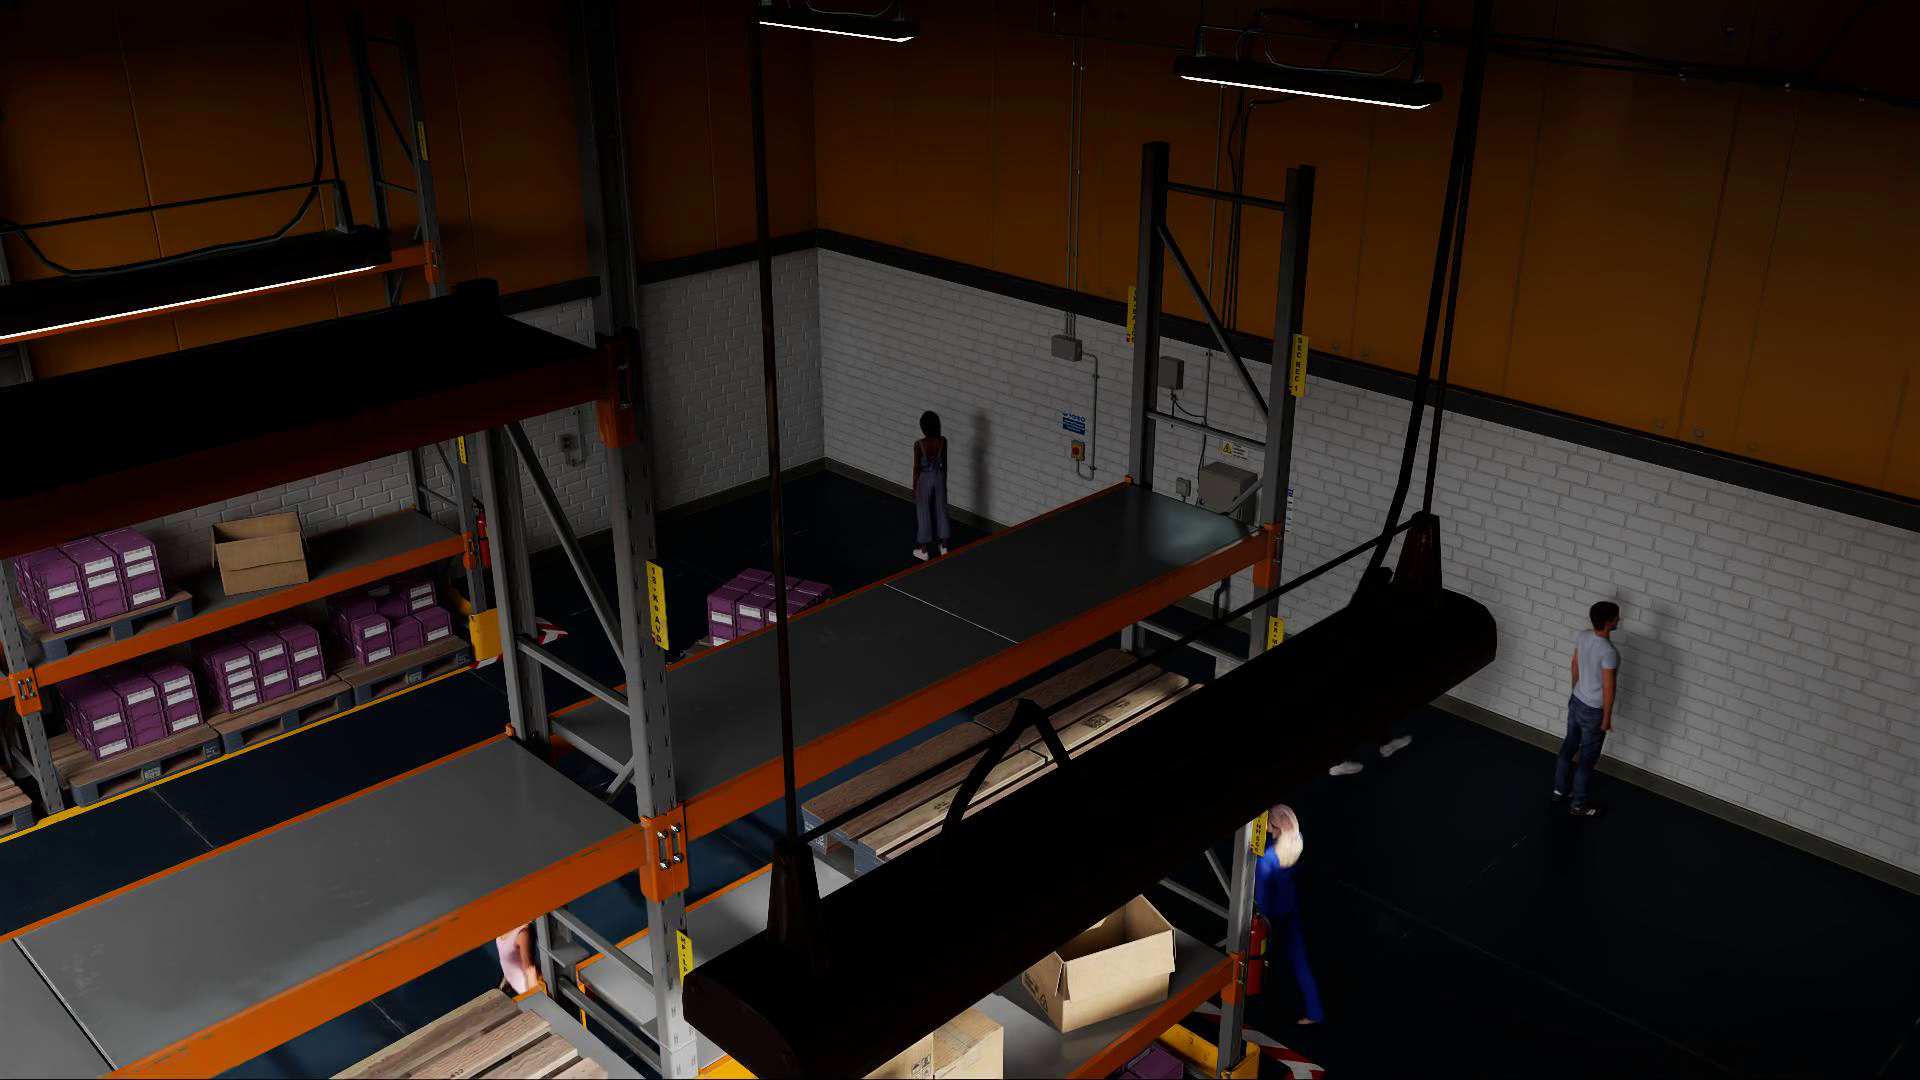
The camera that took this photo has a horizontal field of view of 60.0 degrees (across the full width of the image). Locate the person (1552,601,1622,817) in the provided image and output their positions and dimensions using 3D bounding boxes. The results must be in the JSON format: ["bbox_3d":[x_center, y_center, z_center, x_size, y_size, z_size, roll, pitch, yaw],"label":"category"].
[{"bbox_3d":[5.112,1.351,13.526,0.716,1.865,0.711,-6,24,-14],"label":"person"}]

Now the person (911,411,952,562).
[{"bbox_3d":[-0.315,-0.602,18.203,0.560,1.699,0.701,-11,26,-23],"label":"person"}]

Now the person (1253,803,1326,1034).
[{"bbox_3d":[2.180,2.545,11.071,1.157,1.644,0.770,-19,30,-36],"label":"person"}]

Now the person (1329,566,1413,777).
[{"bbox_3d":[3.364,1.141,13.976,1.197,1.890,1.030,-6,24,-13],"label":"person"}]
